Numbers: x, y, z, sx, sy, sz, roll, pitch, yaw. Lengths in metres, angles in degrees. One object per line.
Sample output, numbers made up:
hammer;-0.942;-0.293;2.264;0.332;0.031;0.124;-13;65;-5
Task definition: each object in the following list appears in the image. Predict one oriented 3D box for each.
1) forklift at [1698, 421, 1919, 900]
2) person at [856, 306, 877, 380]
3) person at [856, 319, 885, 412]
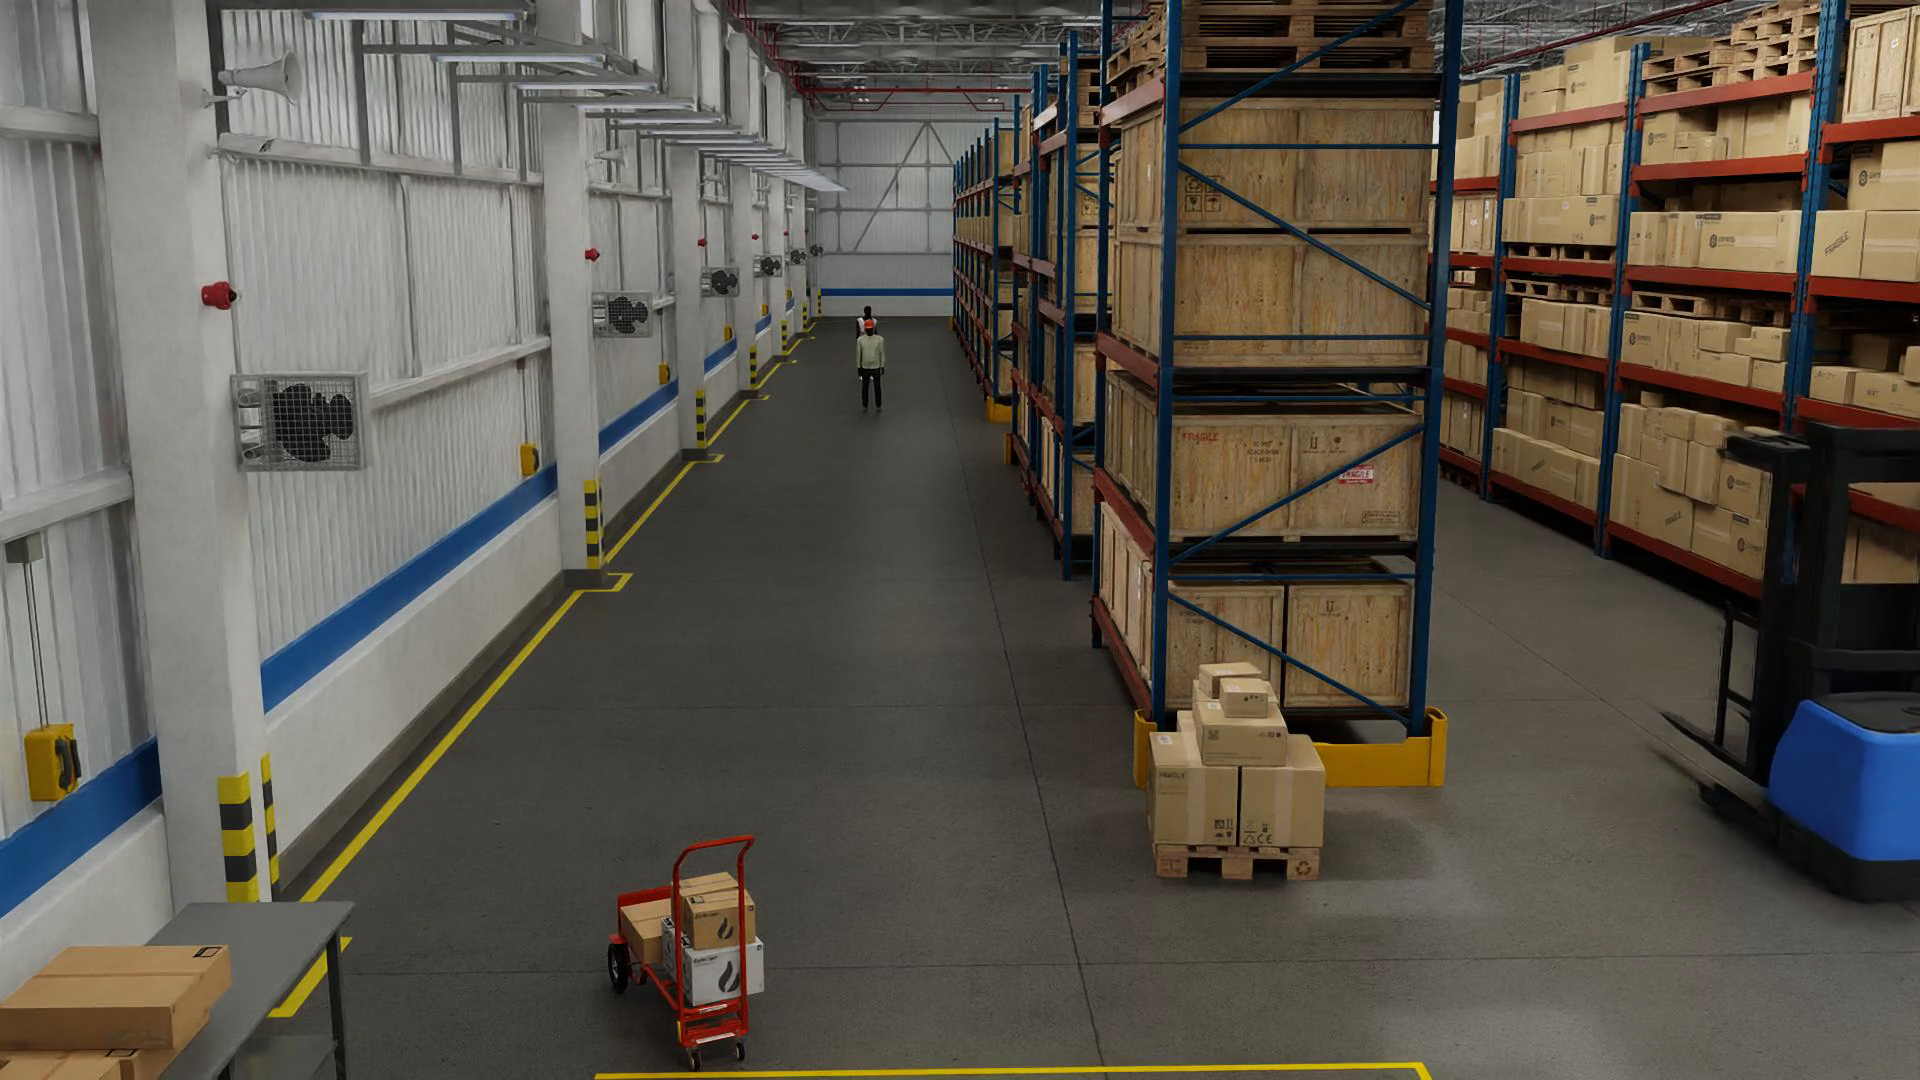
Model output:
forklift;5.781;0.637;10.534;1.129;2.768;1.873;0;11;-2
person;-2.389;-5.053;42.681;0.591;1.910;0.391;-6;12;-27
person;-1.908;-3.716;35.518;0.614;1.988;0.402;0;11;1
